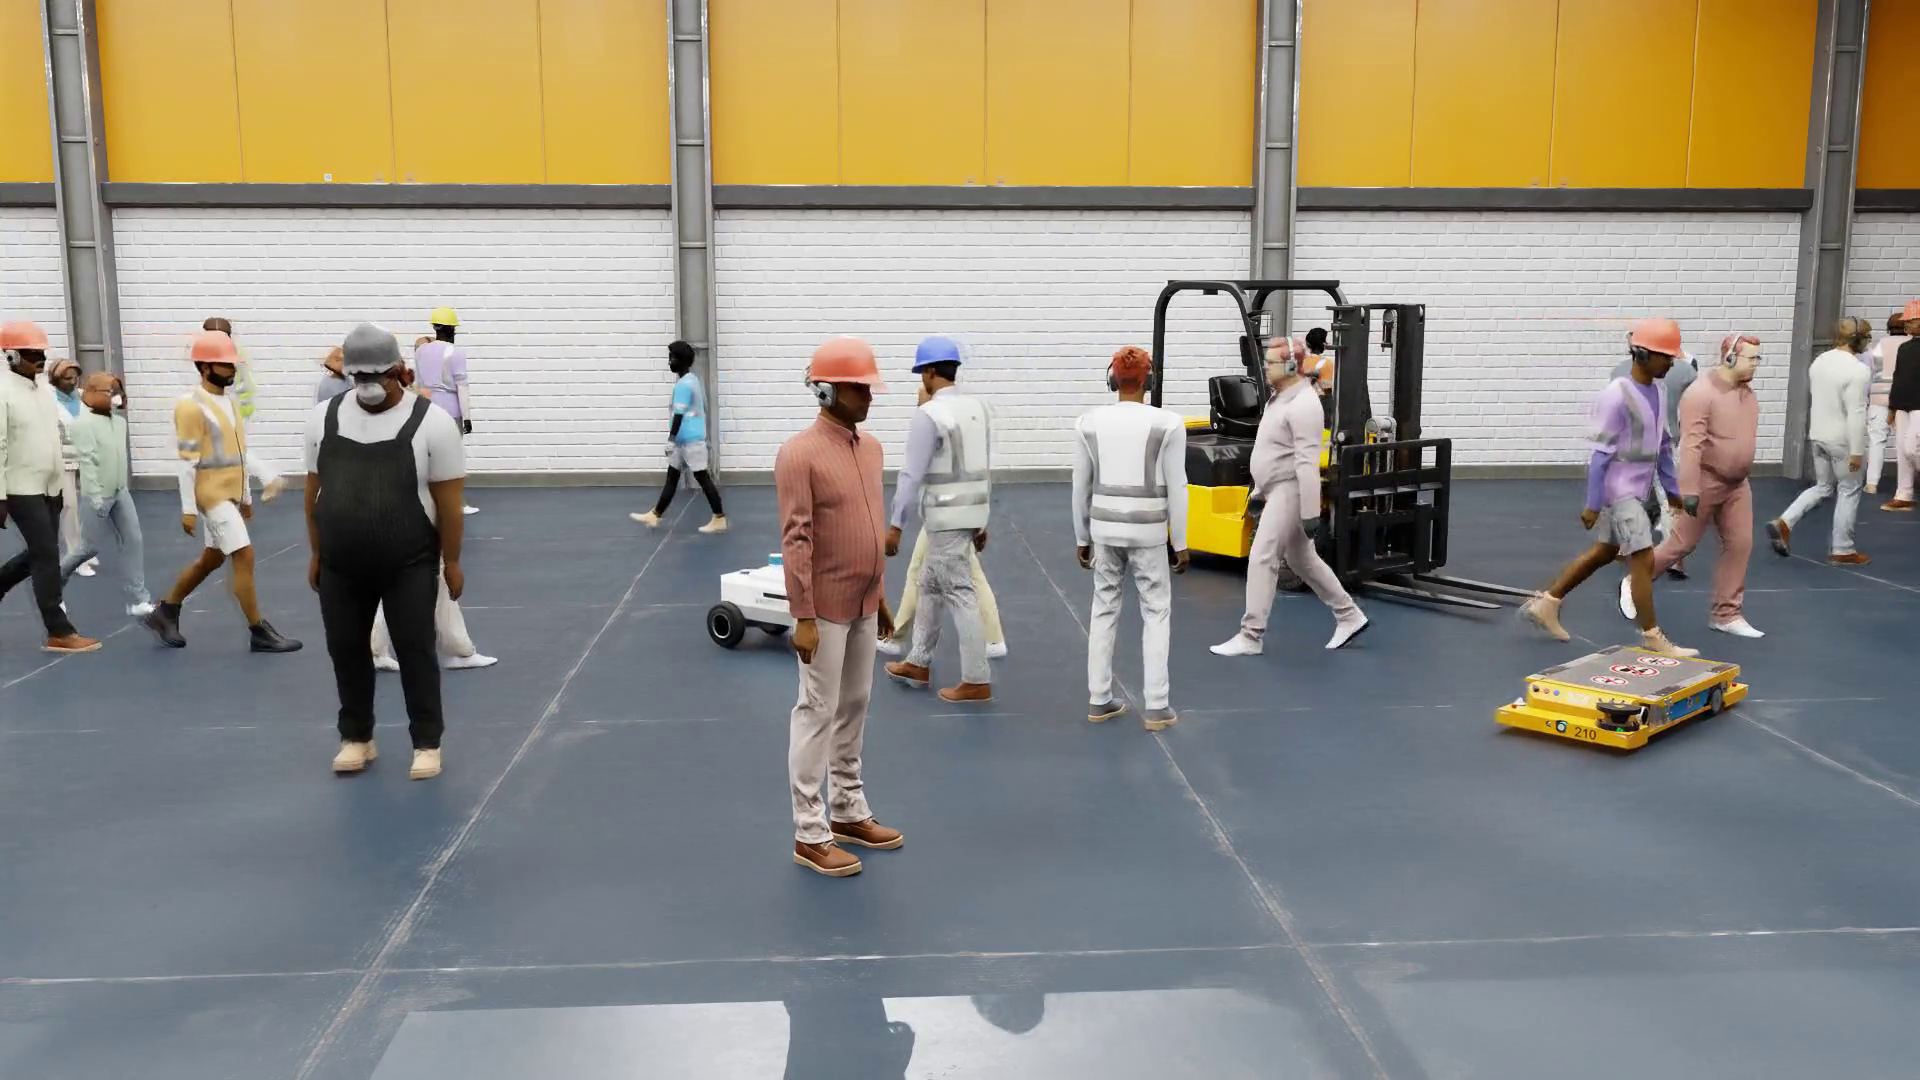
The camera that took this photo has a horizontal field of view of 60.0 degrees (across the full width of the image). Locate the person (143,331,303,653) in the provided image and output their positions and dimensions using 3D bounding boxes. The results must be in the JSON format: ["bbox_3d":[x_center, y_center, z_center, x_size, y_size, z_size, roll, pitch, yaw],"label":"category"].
[{"bbox_3d":[-4.405,-0.274,9.746,0.952,1.907,0.551,1,9,3],"label":"person"}]

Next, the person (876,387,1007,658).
[{"bbox_3d":[-0.120,-0.099,9.579,0.870,1.588,0.495,4,10,23],"label":"person"}]

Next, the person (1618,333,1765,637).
[{"bbox_3d":[4.615,-0.359,10.389,0.657,1.870,0.841,-4,10,-26],"label":"person"}]

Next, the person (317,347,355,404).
[{"bbox_3d":[-5.547,-0.934,14.849,0.842,1.589,0.488,2,9,12],"label":"person"}]

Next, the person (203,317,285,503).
[{"bbox_3d":[-6.807,-1.195,15.721,0.608,1.833,0.651,-4,10,-22],"label":"person"}]

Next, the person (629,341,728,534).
[{"bbox_3d":[-2.398,-0.862,14.158,0.875,1.644,0.553,-1,9,-5],"label":"person"}]

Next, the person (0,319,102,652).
[{"bbox_3d":[-5.546,-0.313,9.779,0.845,1.972,0.625,0,9,2],"label":"person"}]

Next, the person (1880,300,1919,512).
[{"bbox_3d":[8.892,-1.232,15.471,0.453,1.982,0.653,-1,9,-6],"label":"person"}]

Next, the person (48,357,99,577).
[{"bbox_3d":[-6.496,-0.530,12.179,0.397,1.621,0.542,6,11,32],"label":"person"}]

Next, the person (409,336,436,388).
[{"bbox_3d":[-5.013,-1.106,15.749,0.514,1.644,0.308,5,11,31],"label":"person"}]

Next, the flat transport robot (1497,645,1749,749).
[{"bbox_3d":[3.344,0.759,8.328,1.431,0.197,0.652,-9,13,-44],"label":"flat transport robot"}]

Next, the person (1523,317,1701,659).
[{"bbox_3d":[3.788,-0.298,9.639,1.023,1.996,0.682,8,12,42],"label":"person"}]

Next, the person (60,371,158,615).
[{"bbox_3d":[-5.581,-0.294,10.760,0.751,1.606,0.510,2,9,9],"label":"person"}]

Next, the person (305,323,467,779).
[{"bbox_3d":[-2.525,0.041,7.300,0.704,2.000,0.536,0,9,1],"label":"person"}]

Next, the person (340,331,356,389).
[{"bbox_3d":[-4.561,-0.776,13.253,0.794,1.791,0.612,-1,9,-4],"label":"person"}]

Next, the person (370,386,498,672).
[{"bbox_3d":[-3.007,-0.053,9.239,0.708,1.608,0.537,-6,11,-32],"label":"person"}]

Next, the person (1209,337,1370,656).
[{"bbox_3d":[1.971,-0.252,9.689,0.928,1.871,0.643,0,9,3],"label":"person"}]

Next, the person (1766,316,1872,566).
[{"bbox_3d":[6.588,-0.735,12.597,0.707,1.914,0.648,-1,9,-6],"label":"person"}]

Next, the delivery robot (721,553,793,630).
[{"bbox_3d":[-1.079,0.324,9.880,0.707,0.478,0.477,6,11,35],"label":"delivery robot"}]

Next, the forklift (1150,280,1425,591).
[{"bbox_3d":[2.301,-0.860,12.475,1.214,2.155,2.313,-6,11,-35],"label":"forklift"}]

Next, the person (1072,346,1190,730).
[{"bbox_3d":[0.832,-0.011,8.160,0.593,1.870,0.353,4,10,24],"label":"person"}]

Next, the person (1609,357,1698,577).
[{"bbox_3d":[5.170,-0.685,12.370,0.652,1.893,0.943,1,9,6],"label":"person"}]

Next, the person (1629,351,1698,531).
[{"bbox_3d":[5.906,-0.953,14.120,1.043,1.846,0.617,-8,12,-42],"label":"person"}]

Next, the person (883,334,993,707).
[{"bbox_3d":[-0.163,-0.106,8.632,0.872,1.899,0.629,5,10,26],"label":"person"}]

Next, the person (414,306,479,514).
[{"bbox_3d":[-4.749,-1.189,15.378,0.594,1.924,0.382,4,10,26],"label":"person"}]

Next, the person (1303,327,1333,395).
[{"bbox_3d":[3.573,-1.301,16.830,0.320,1.694,0.532,-5,10,-28],"label":"person"}]

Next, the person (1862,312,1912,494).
[{"bbox_3d":[9.434,-1.375,16.828,0.624,1.841,0.430,4,10,24],"label":"person"}]

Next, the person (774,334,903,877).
[{"bbox_3d":[-0.448,0.233,6.239,0.376,1.995,0.611,5,10,28],"label":"person"}]
